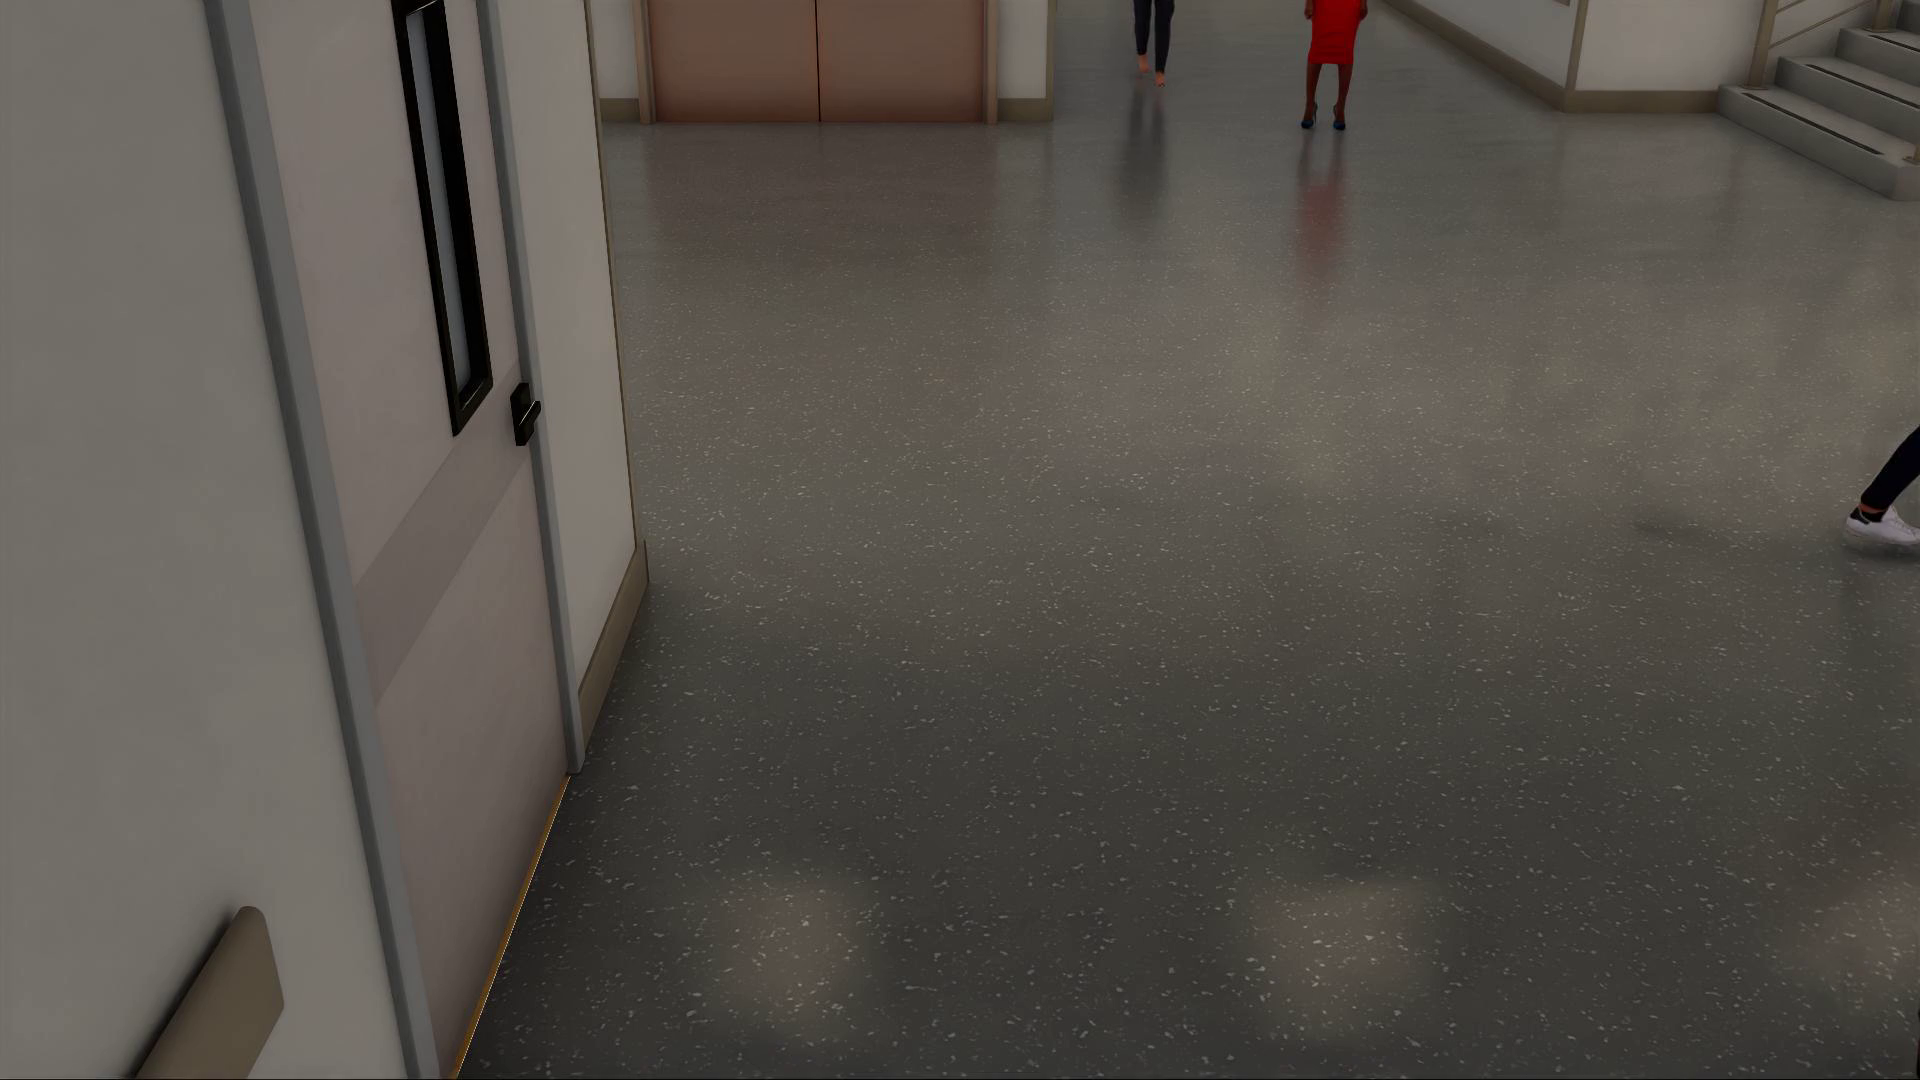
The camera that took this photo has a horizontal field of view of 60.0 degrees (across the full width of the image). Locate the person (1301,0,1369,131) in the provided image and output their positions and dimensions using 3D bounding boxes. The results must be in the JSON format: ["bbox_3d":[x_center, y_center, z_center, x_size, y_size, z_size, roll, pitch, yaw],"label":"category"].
[{"bbox_3d":[2.598,-3.719,11.424,0.525,1.743,0.684,6,26,13],"label":"person"}]

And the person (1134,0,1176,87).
[{"bbox_3d":[1.495,-4.461,12.984,1.073,1.724,0.711,0,26,1],"label":"person"}]
